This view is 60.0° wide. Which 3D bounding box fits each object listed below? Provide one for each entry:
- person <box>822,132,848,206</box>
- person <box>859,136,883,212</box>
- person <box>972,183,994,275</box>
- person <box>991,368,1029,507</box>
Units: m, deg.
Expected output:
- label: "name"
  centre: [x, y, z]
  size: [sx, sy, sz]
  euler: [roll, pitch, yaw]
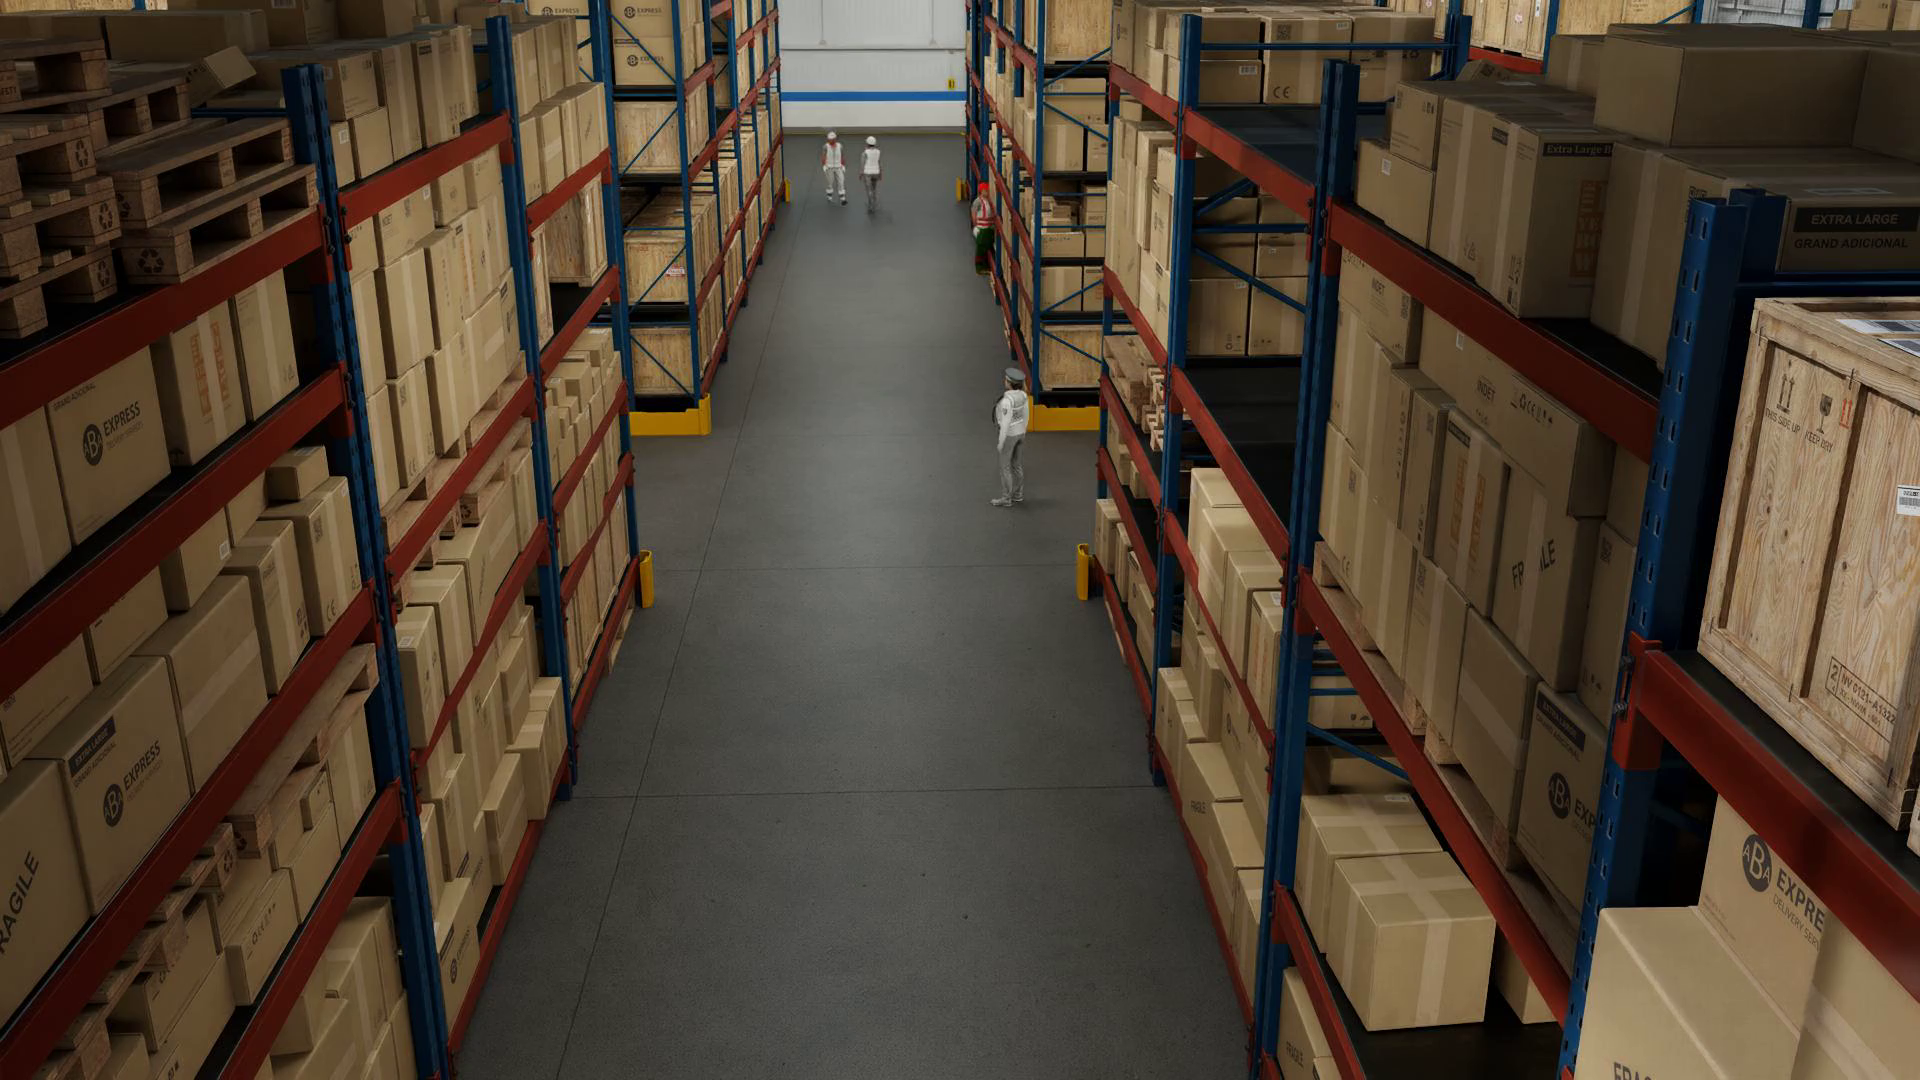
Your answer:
- label: "person"
  centre: [-3.089, -9.139, 40.937]
  size: [0.584, 1.761, 0.863]
  euler: [-3, 21, -9]
- label: "person"
  centre: [-2.229, -8.895, 40.303]
  size: [0.563, 1.764, 0.735]
  euler: [-14, 24, -32]
- label: "person"
  centre: [0.516, -6.189, 33.045]
  size: [0.379, 1.794, 0.548]
  euler: [18, 27, 40]
- label: "person"
  centre: [0.599, -1.235, 19.920]
  size: [0.378, 1.685, 0.463]
  euler: [14, 25, 33]
